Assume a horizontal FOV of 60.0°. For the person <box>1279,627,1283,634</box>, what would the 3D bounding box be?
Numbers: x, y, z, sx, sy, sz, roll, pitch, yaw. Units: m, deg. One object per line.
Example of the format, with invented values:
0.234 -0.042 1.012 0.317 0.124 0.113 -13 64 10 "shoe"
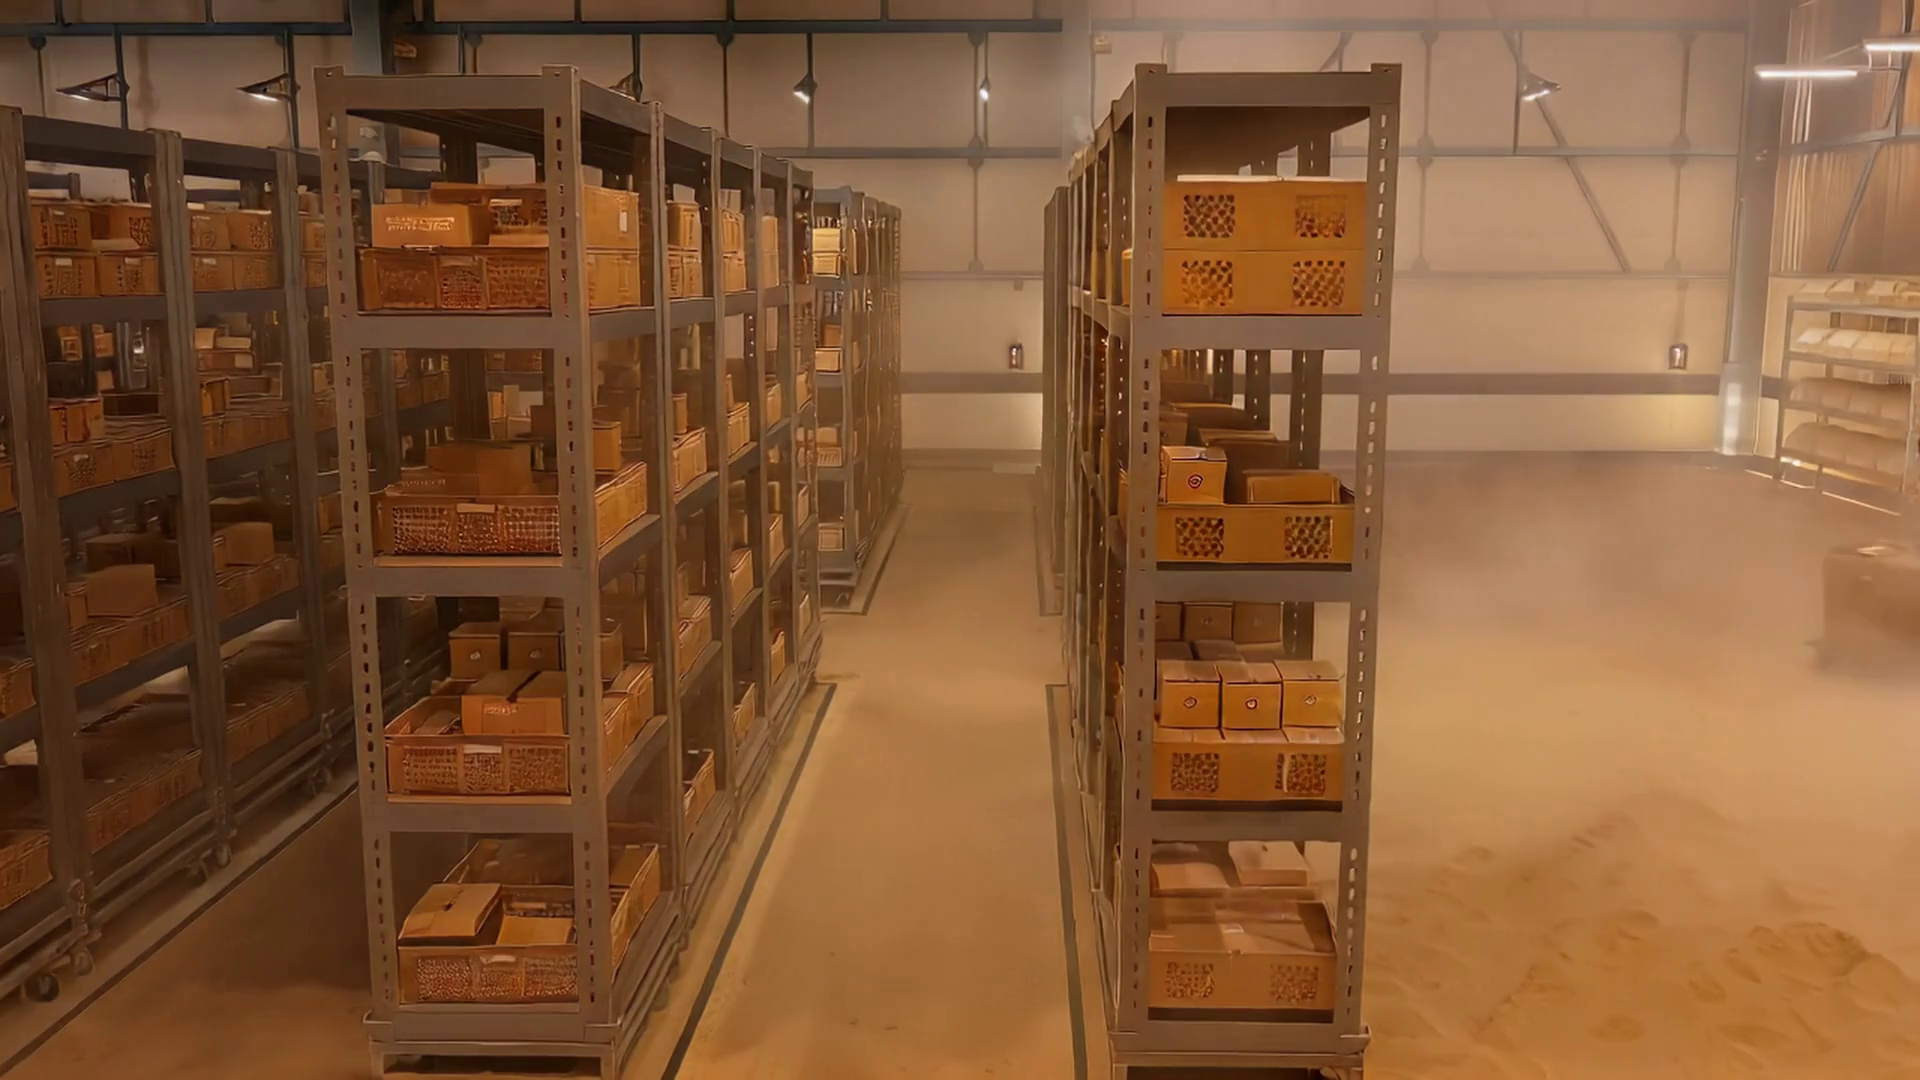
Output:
2.058 -0.013 12.659 0.975 1.789 0.591 0 10 -2 "person"
